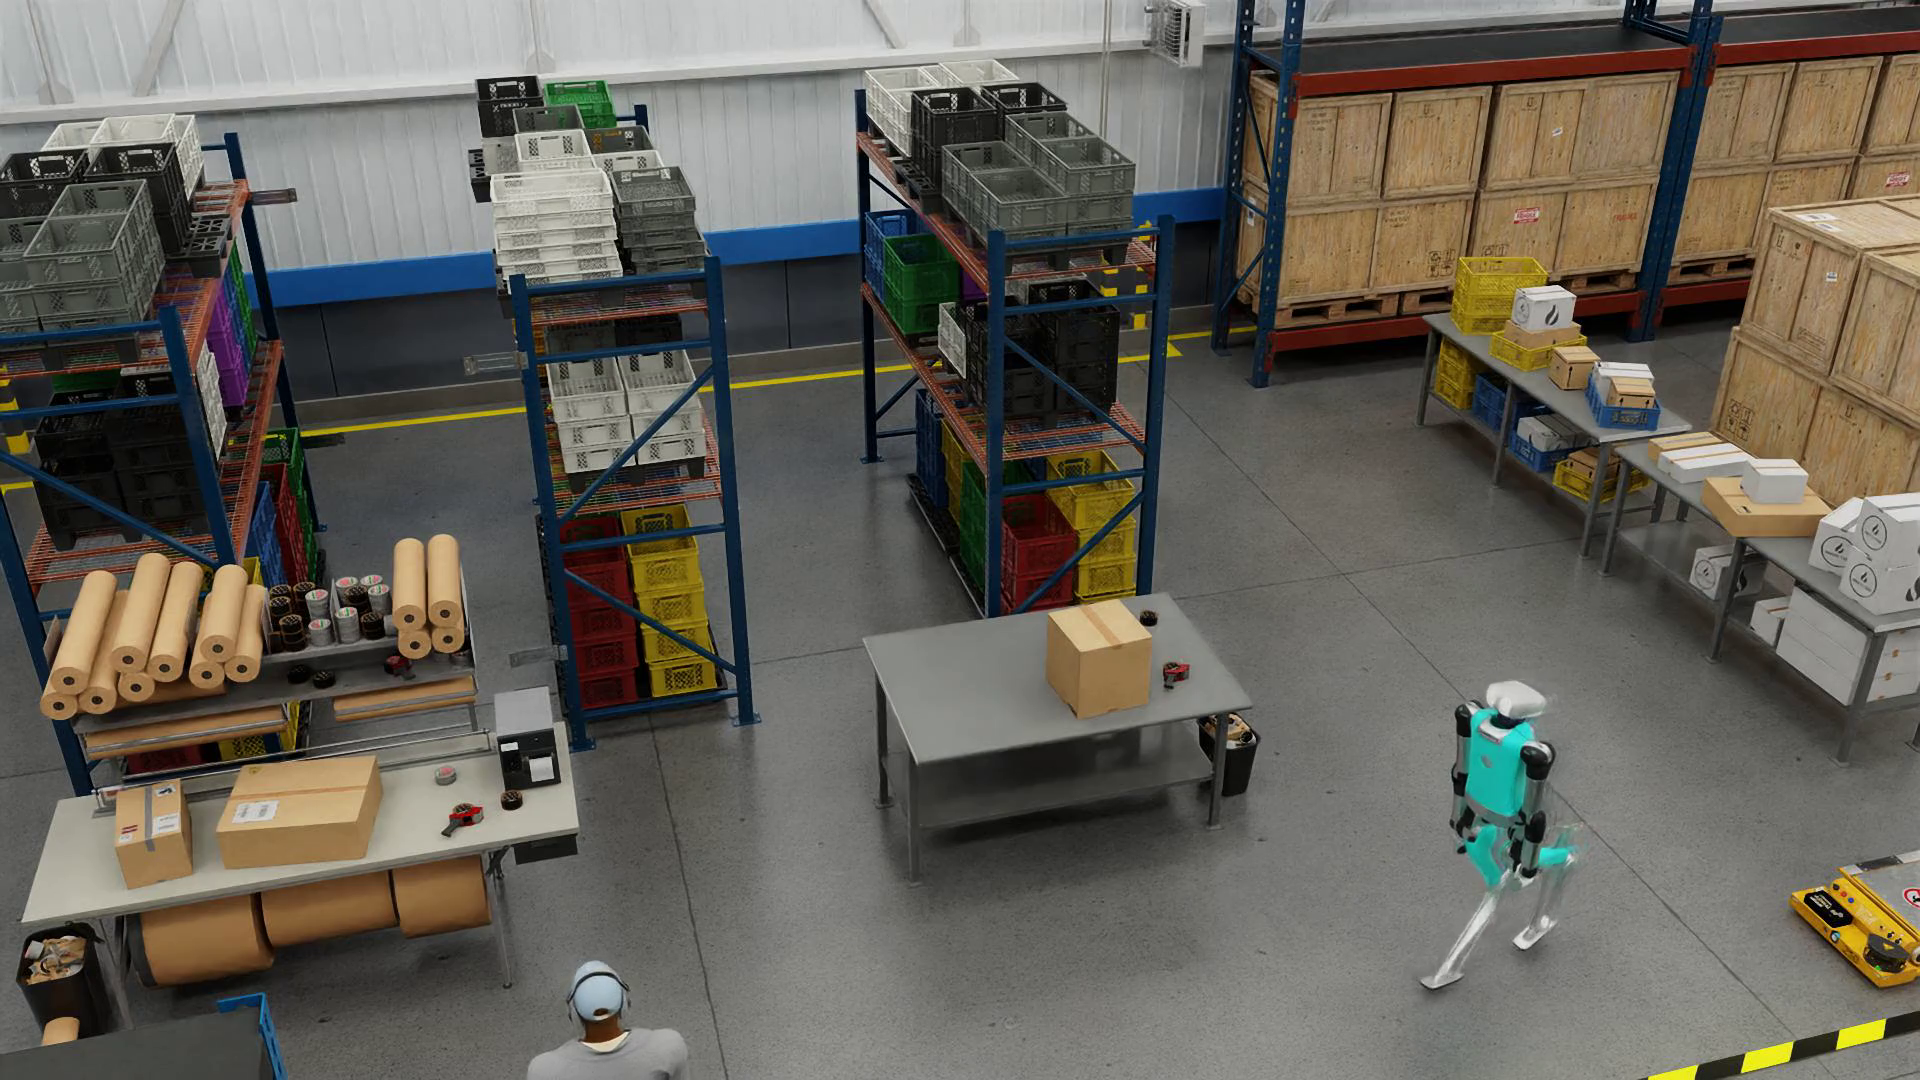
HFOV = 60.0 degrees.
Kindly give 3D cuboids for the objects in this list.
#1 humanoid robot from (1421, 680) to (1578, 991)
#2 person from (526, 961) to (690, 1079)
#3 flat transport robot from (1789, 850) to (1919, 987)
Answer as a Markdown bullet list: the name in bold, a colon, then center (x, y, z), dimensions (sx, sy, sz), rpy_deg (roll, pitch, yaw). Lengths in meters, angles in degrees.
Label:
- **humanoid robot**: center (2.735, 1.402, 8.127), dimensions (1.046, 1.757, 0.554), rpy_deg (-17, 33, -28)
- **person**: center (-1.285, 2.317, 6.301), dimensions (0.596, 1.850, 0.384), rpy_deg (-9, 30, -16)
- **flat transport robot**: center (5.163, 1.916, 8.676), dimensions (1.431, 0.231, 0.659), rpy_deg (-8, 30, -14)
